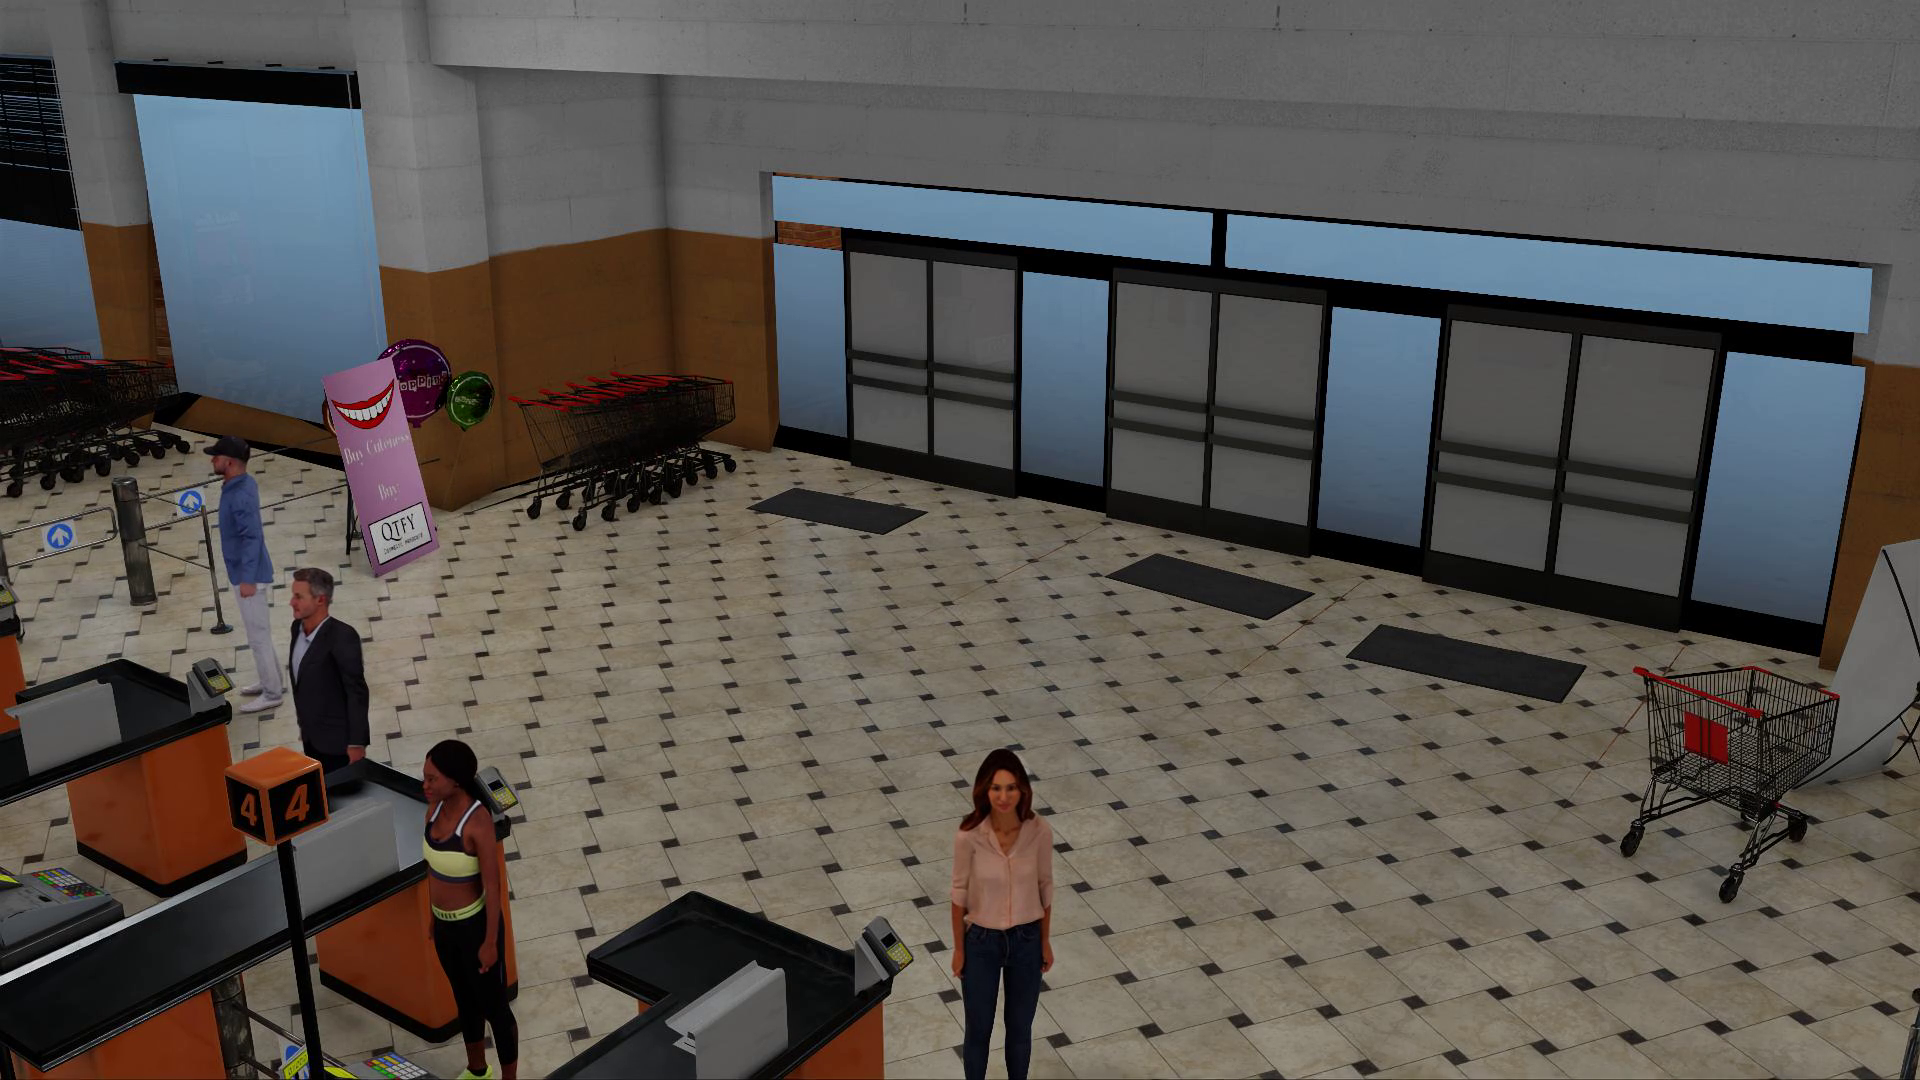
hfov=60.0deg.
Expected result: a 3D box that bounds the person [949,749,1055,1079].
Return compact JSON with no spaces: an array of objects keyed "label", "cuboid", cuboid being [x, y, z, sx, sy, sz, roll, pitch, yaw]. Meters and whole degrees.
[{"label":"person","cuboid":[0.171,1.679,6.913,0.665,1.792,0.720,-3,19,-8]}]

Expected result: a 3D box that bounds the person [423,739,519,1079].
[{"label":"person","cuboid":[-2.079,1.645,7.072,0.566,1.754,0.513,14,23,36]}]

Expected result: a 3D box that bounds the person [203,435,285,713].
[{"label":"person","cuboid":[-4.750,0.211,11.115,0.753,1.888,0.739,-7,20,-20]}]

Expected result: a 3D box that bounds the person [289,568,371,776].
[{"label":"person","cuboid":[-3.346,1.001,8.846,0.725,1.842,0.615,15,24,37]}]
